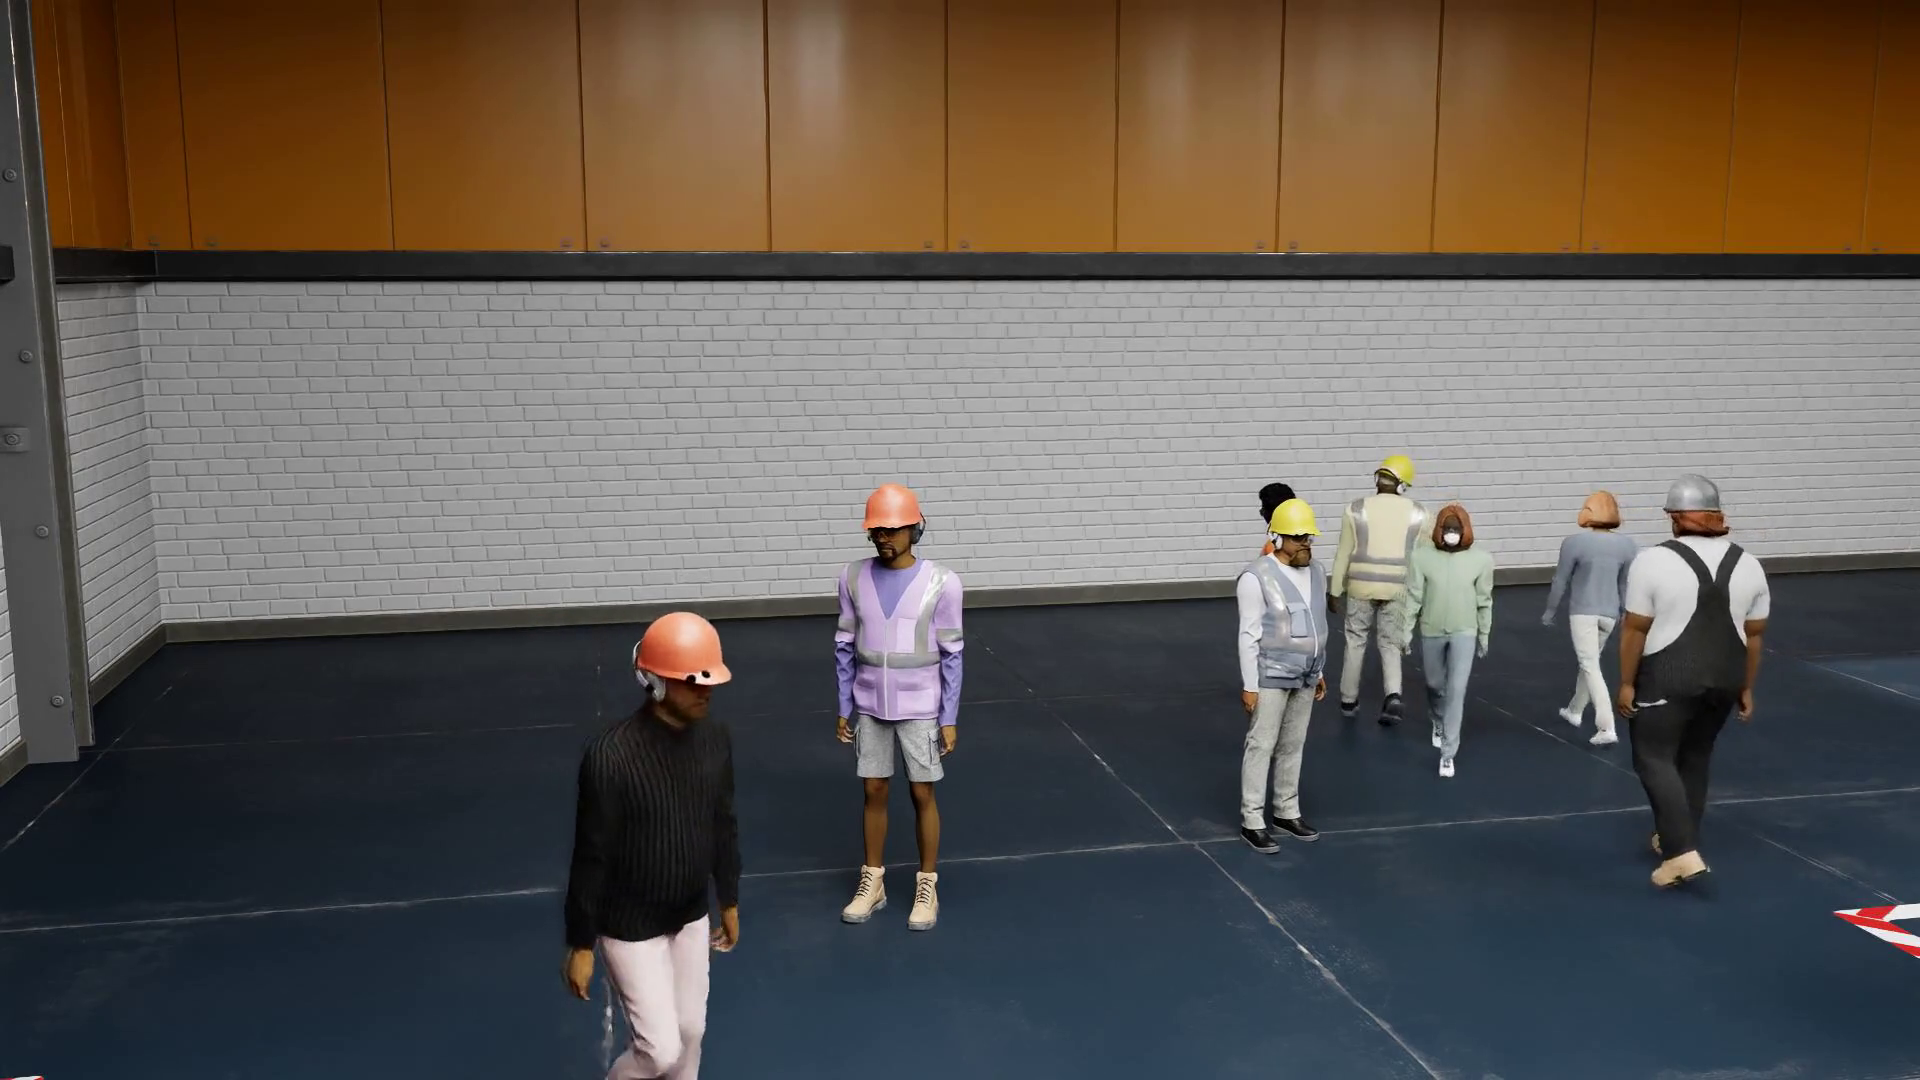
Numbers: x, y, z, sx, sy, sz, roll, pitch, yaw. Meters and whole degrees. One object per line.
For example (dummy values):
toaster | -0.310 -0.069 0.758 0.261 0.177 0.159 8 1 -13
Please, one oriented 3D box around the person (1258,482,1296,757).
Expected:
person | 1.971 0.491 10.240 0.320 1.692 0.538 4 10 24

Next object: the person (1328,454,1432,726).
person | 2.767 0.332 10.943 0.656 1.787 0.671 1 9 7

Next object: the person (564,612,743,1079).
person | -0.927 1.180 5.206 0.521 1.966 0.670 7 12 37

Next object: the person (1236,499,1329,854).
person | 1.687 0.690 8.605 0.597 1.831 0.403 -7 12 -36

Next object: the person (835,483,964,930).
person | -0.291 0.756 7.563 0.609 2.043 0.376 3 10 17

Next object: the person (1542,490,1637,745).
person | 4.047 0.479 10.610 0.508 1.592 0.843 -2 9 -10

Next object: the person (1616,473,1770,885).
person | 3.591 0.665 8.126 0.695 2.000 0.783 -1 9 -6

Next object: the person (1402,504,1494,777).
person | 2.960 0.560 10.112 0.511 1.598 0.824 3 10 20
